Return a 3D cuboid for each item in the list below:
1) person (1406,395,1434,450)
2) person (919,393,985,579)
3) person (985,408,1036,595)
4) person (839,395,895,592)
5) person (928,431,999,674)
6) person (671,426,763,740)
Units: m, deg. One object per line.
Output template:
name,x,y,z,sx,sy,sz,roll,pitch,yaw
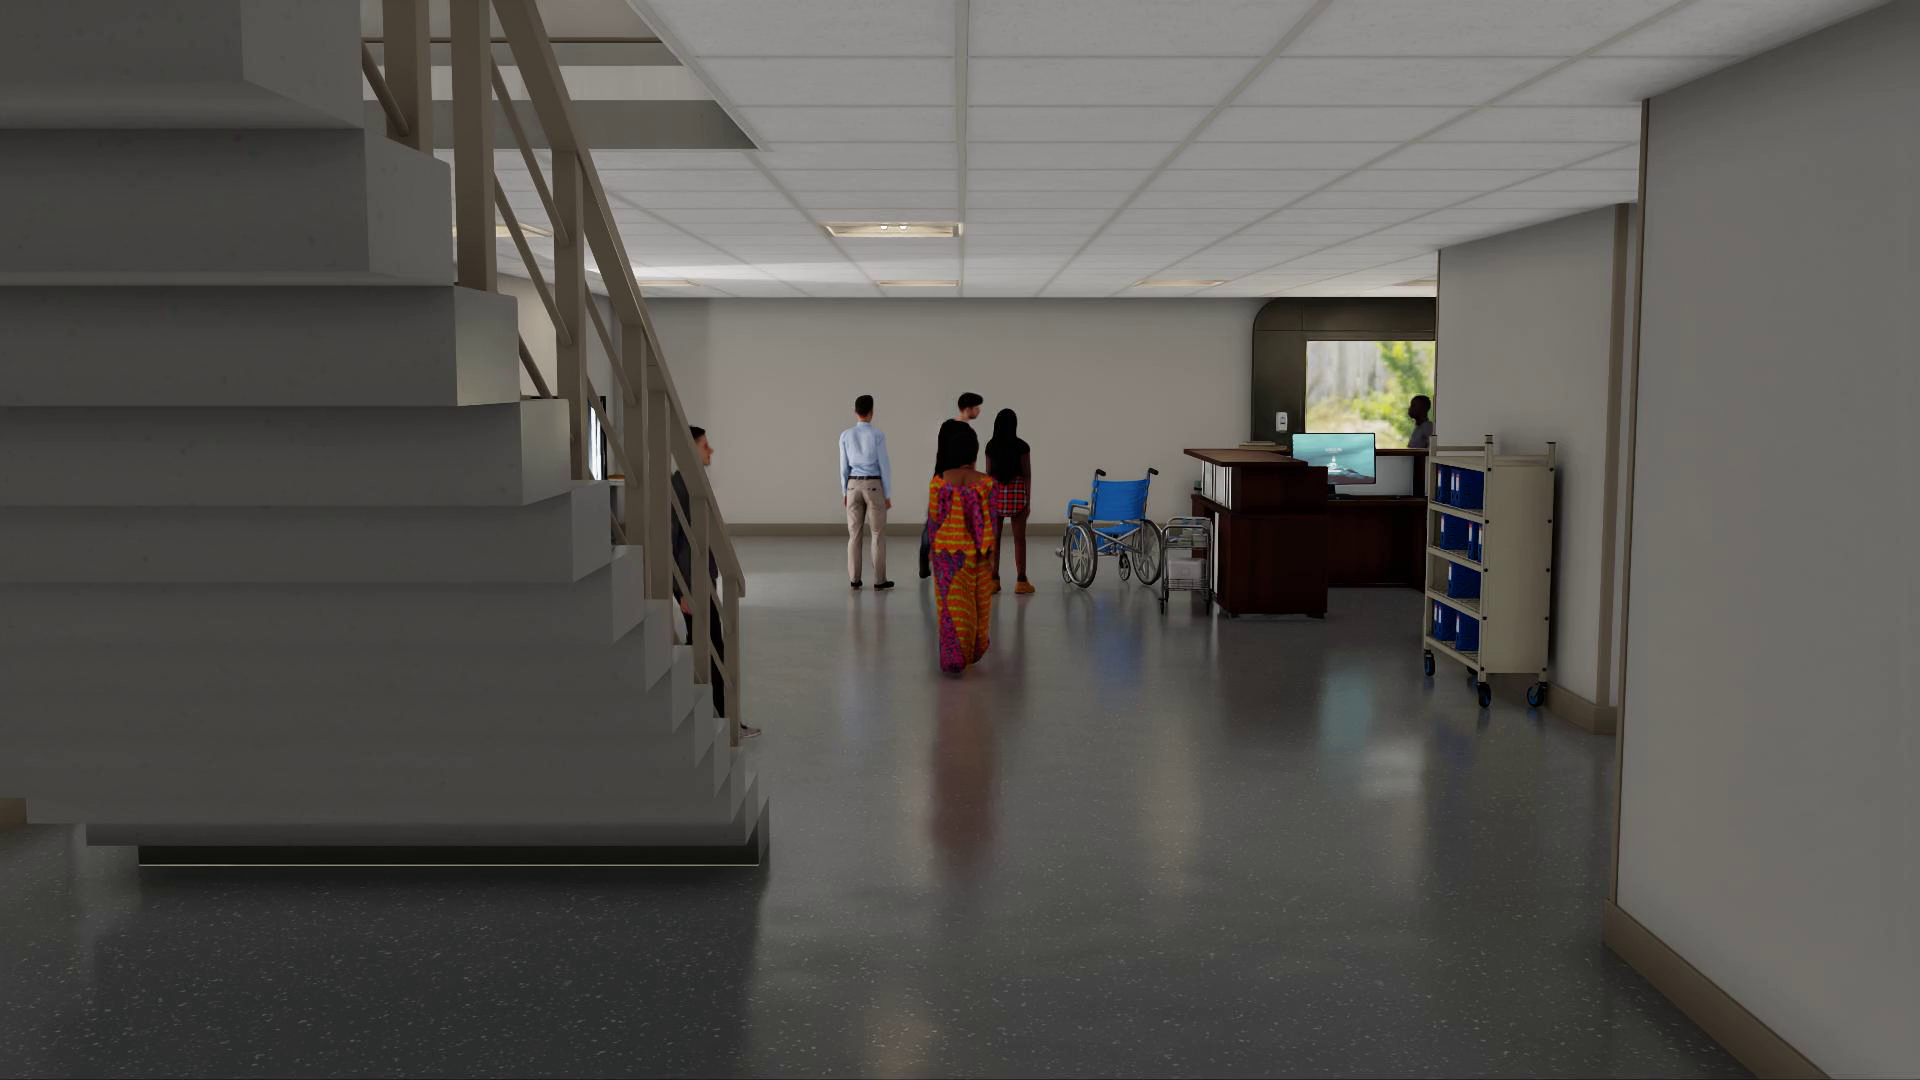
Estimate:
person,4.825,-0.548,16.922,0.776,1.809,0.888,0,6,5
person,-0.137,-0.516,16.470,0.964,1.836,1.014,3,7,30
person,0.446,-0.363,15.486,0.685,1.728,0.694,2,6,18
person,-0.892,-0.452,15.771,0.702,1.848,0.681,1,6,15
person,0.003,0.076,11.394,0.660,1.673,1.074,0,6,1
person,-1.541,0.254,9.264,0.712,1.745,0.930,0,6,-3
